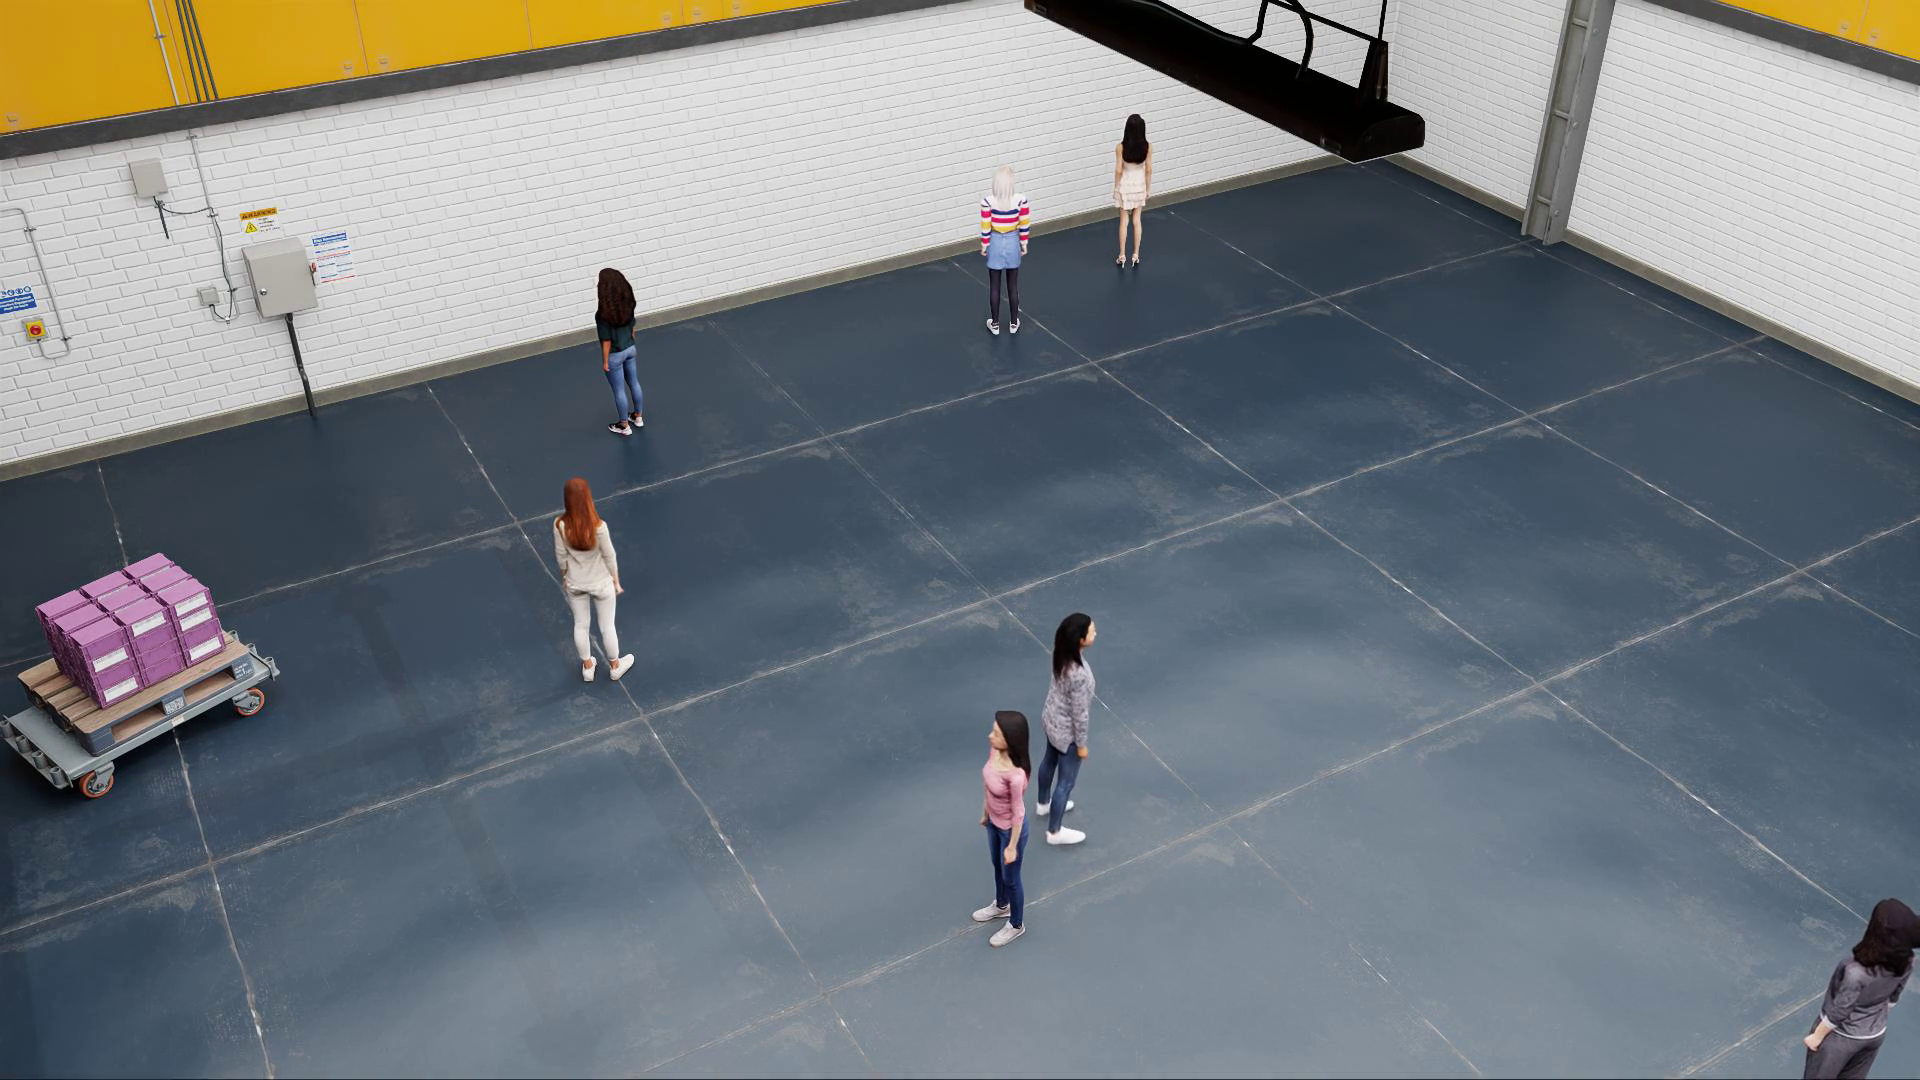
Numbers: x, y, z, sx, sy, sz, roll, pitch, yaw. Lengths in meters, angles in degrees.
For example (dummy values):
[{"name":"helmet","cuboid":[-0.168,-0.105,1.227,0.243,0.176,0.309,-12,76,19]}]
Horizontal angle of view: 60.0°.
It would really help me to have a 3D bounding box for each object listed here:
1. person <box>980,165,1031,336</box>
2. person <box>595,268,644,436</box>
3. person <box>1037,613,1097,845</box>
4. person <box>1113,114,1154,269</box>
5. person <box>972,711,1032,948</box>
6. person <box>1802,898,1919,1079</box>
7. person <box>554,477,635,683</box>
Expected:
[{"name":"person","cuboid":[0.448,-2.959,16.915,0.723,1.809,0.679,-3,34,-5]},{"name":"person","cuboid":[-3.122,-1.735,15.247,0.715,1.617,0.691,22,39,29]},{"name":"person","cuboid":[0.675,1.195,10.739,0.727,1.727,0.579,-7,34,-11]},{"name":"person","cuboid":[1.887,-3.838,18.304,0.649,1.736,0.653,-3,34,-4]},{"name":"person","cuboid":[0.277,1.707,9.956,0.667,1.742,0.496,-11,35,-16]},{"name":"person","cuboid":[4.636,2.556,8.659,0.642,1.764,0.581,-10,35,-15]},{"name":"person","cuboid":[-2.695,0.303,12.093,0.687,1.713,0.724,3,34,5]}]
